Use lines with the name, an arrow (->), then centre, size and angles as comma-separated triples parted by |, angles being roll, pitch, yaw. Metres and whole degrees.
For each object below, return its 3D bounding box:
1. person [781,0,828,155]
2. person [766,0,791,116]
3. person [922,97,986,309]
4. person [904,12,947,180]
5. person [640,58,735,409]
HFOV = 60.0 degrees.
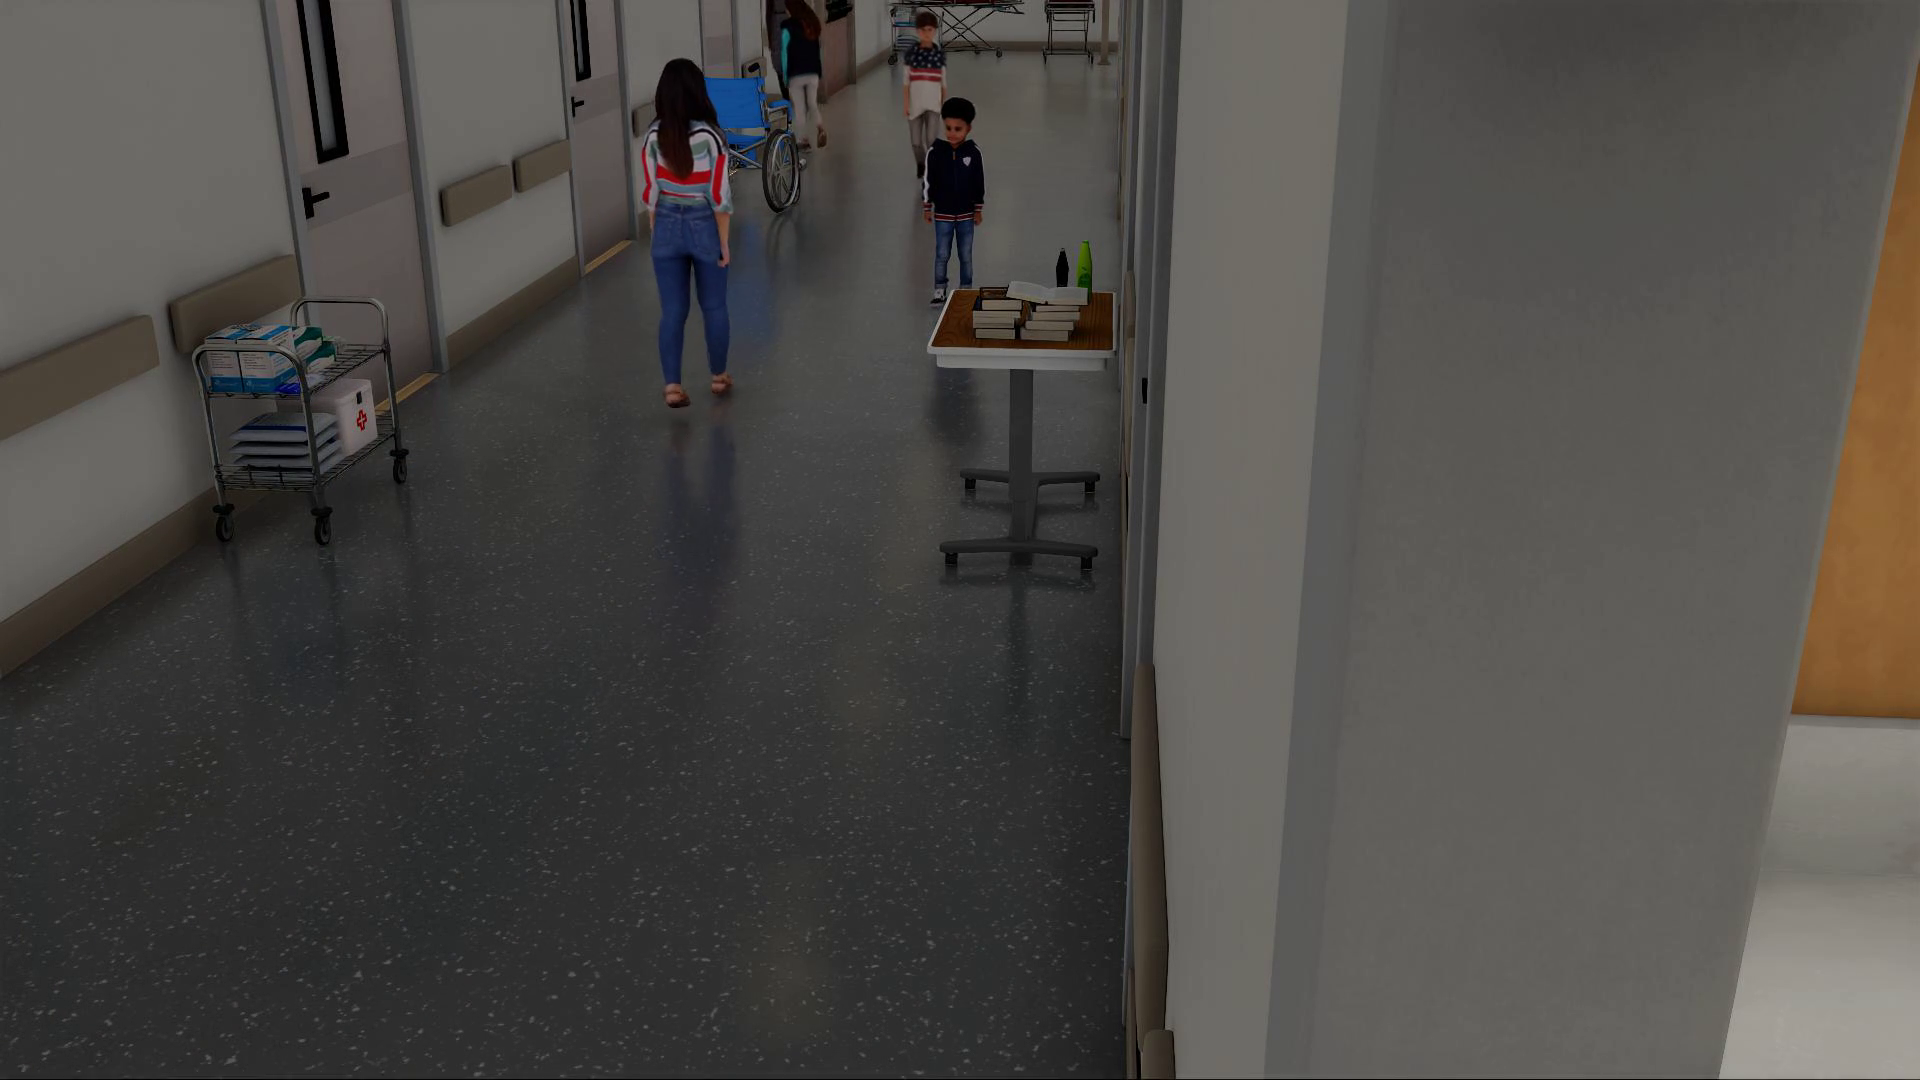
person -> -1.479, -4.465, 15.972 | 0.765, 1.488, 0.829 | -12, 24, -28
person -> -1.875, -5.485, 18.302 | 0.980, 1.746, 1.212 | -8, 22, -20
person -> -0.031, -1.984, 9.798 | 0.526, 1.222, 0.497 | 0, 21, 1
person -> -0.306, -3.739, 14.158 | 0.536, 1.415, 0.947 | 1, 21, 2
person -> -1.279, -1.366, 7.649 | 0.592, 1.589, 0.936 | 2, 21, 5
